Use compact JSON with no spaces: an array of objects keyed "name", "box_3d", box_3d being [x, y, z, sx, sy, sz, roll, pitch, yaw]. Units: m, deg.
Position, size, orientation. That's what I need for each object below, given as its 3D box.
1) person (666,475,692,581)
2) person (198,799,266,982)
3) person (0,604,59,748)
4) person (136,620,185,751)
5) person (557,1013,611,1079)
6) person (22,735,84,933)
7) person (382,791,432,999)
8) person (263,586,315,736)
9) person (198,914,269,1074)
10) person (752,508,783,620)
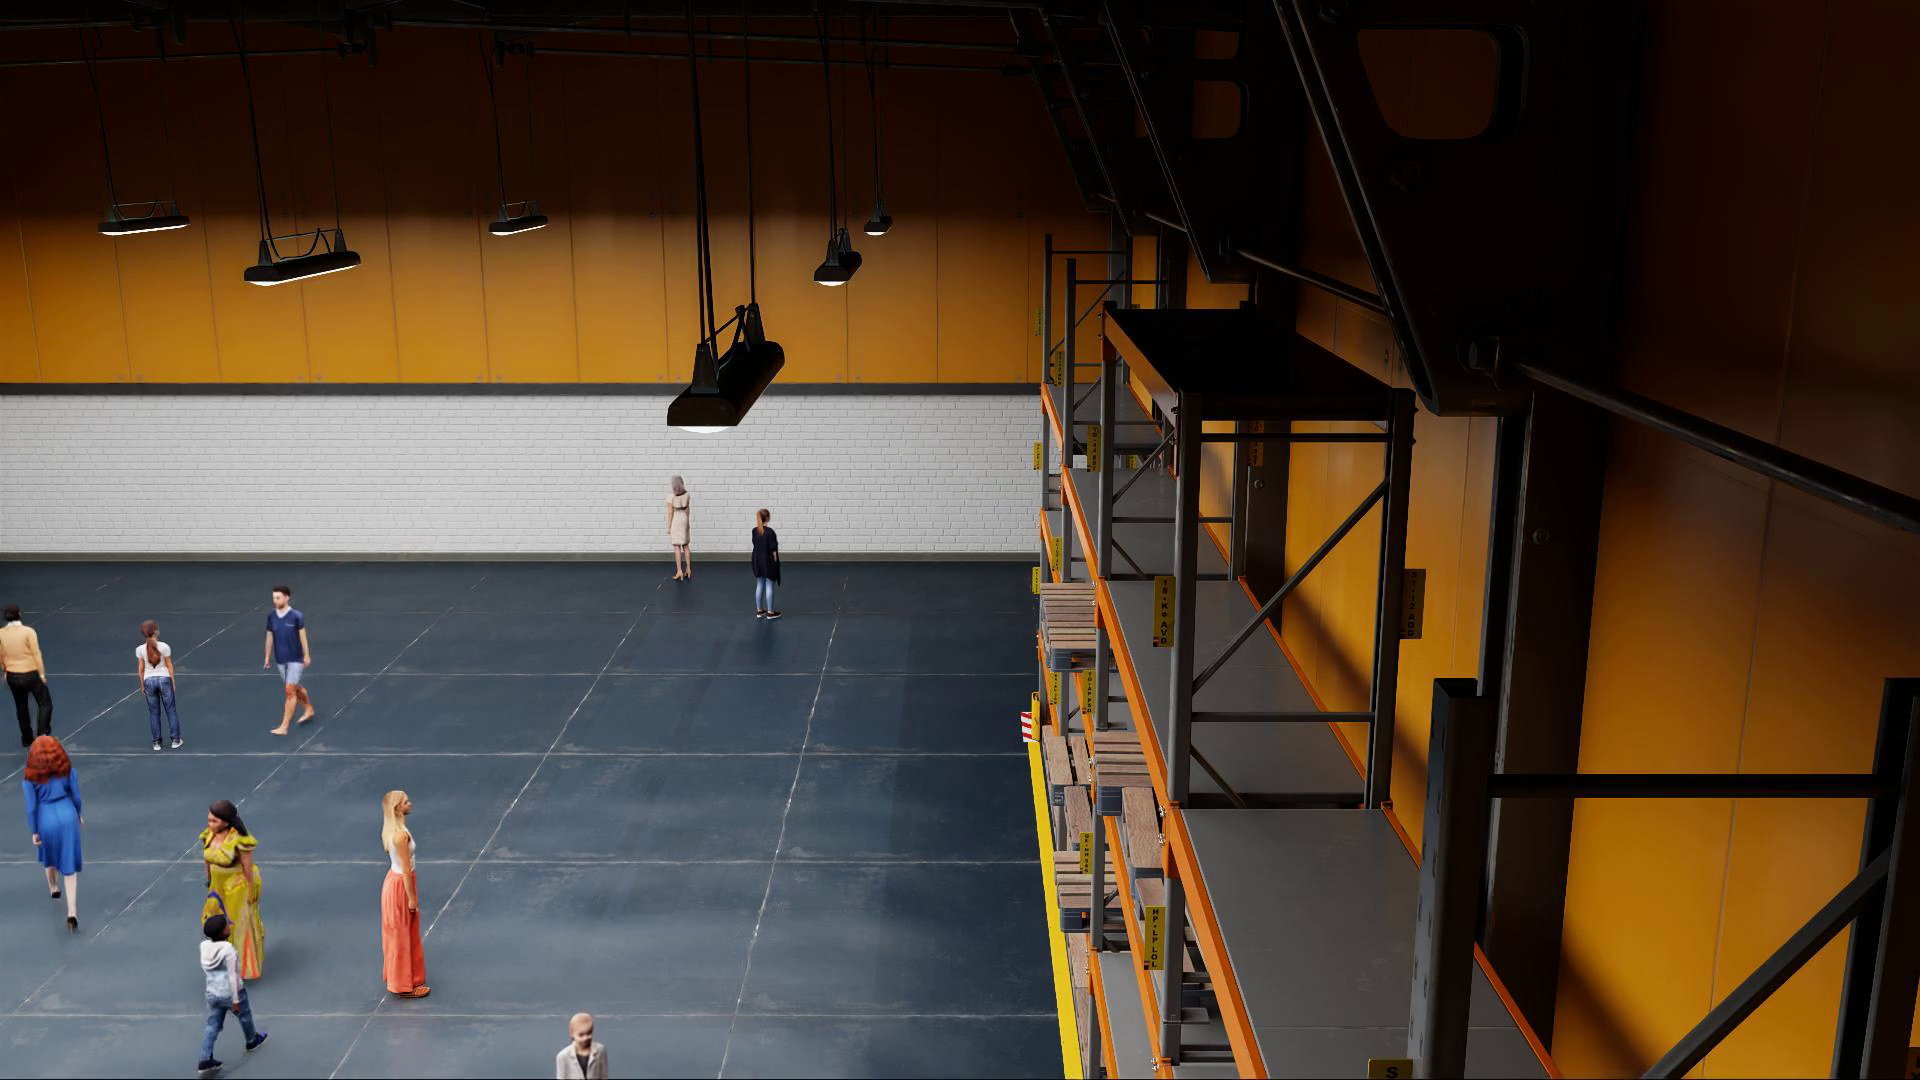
[{"name":"person","box_3d":[-4.587,-0.212,27.173,0.687,1.735,0.747,-13,19,-43]},{"name":"person","box_3d":[-6.172,2.960,14.271,0.861,1.642,1.000,4,14,15]},{"name":"person","box_3d":[-11.053,1.618,19.589,0.696,1.748,0.627,0,14,2]},{"name":"person","box_3d":[-9.475,1.698,19.649,0.597,1.563,0.600,-4,14,-15]},{"name":"person","box_3d":[-2.603,3.831,11.472,0.603,1.267,0.640,-5,15,-21]},{"name":"person","box_3d":[-8.164,2.693,15.073,0.993,1.783,1.185,-8,16,-31]},{"name":"person","box_3d":[-4.689,2.952,13.965,0.782,1.802,0.657,-6,15,-24]},{"name":"person","box_3d":[-8.115,1.430,20.263,0.858,1.795,1.225,4,14,16]},{"name":"person","box_3d":[-5.737,3.512,12.852,0.660,1.237,0.922,5,14,18]},{"name":"person","box_3d":[-2.930,0.344,24.987,0.721,1.684,0.739,9,16,32]}]
